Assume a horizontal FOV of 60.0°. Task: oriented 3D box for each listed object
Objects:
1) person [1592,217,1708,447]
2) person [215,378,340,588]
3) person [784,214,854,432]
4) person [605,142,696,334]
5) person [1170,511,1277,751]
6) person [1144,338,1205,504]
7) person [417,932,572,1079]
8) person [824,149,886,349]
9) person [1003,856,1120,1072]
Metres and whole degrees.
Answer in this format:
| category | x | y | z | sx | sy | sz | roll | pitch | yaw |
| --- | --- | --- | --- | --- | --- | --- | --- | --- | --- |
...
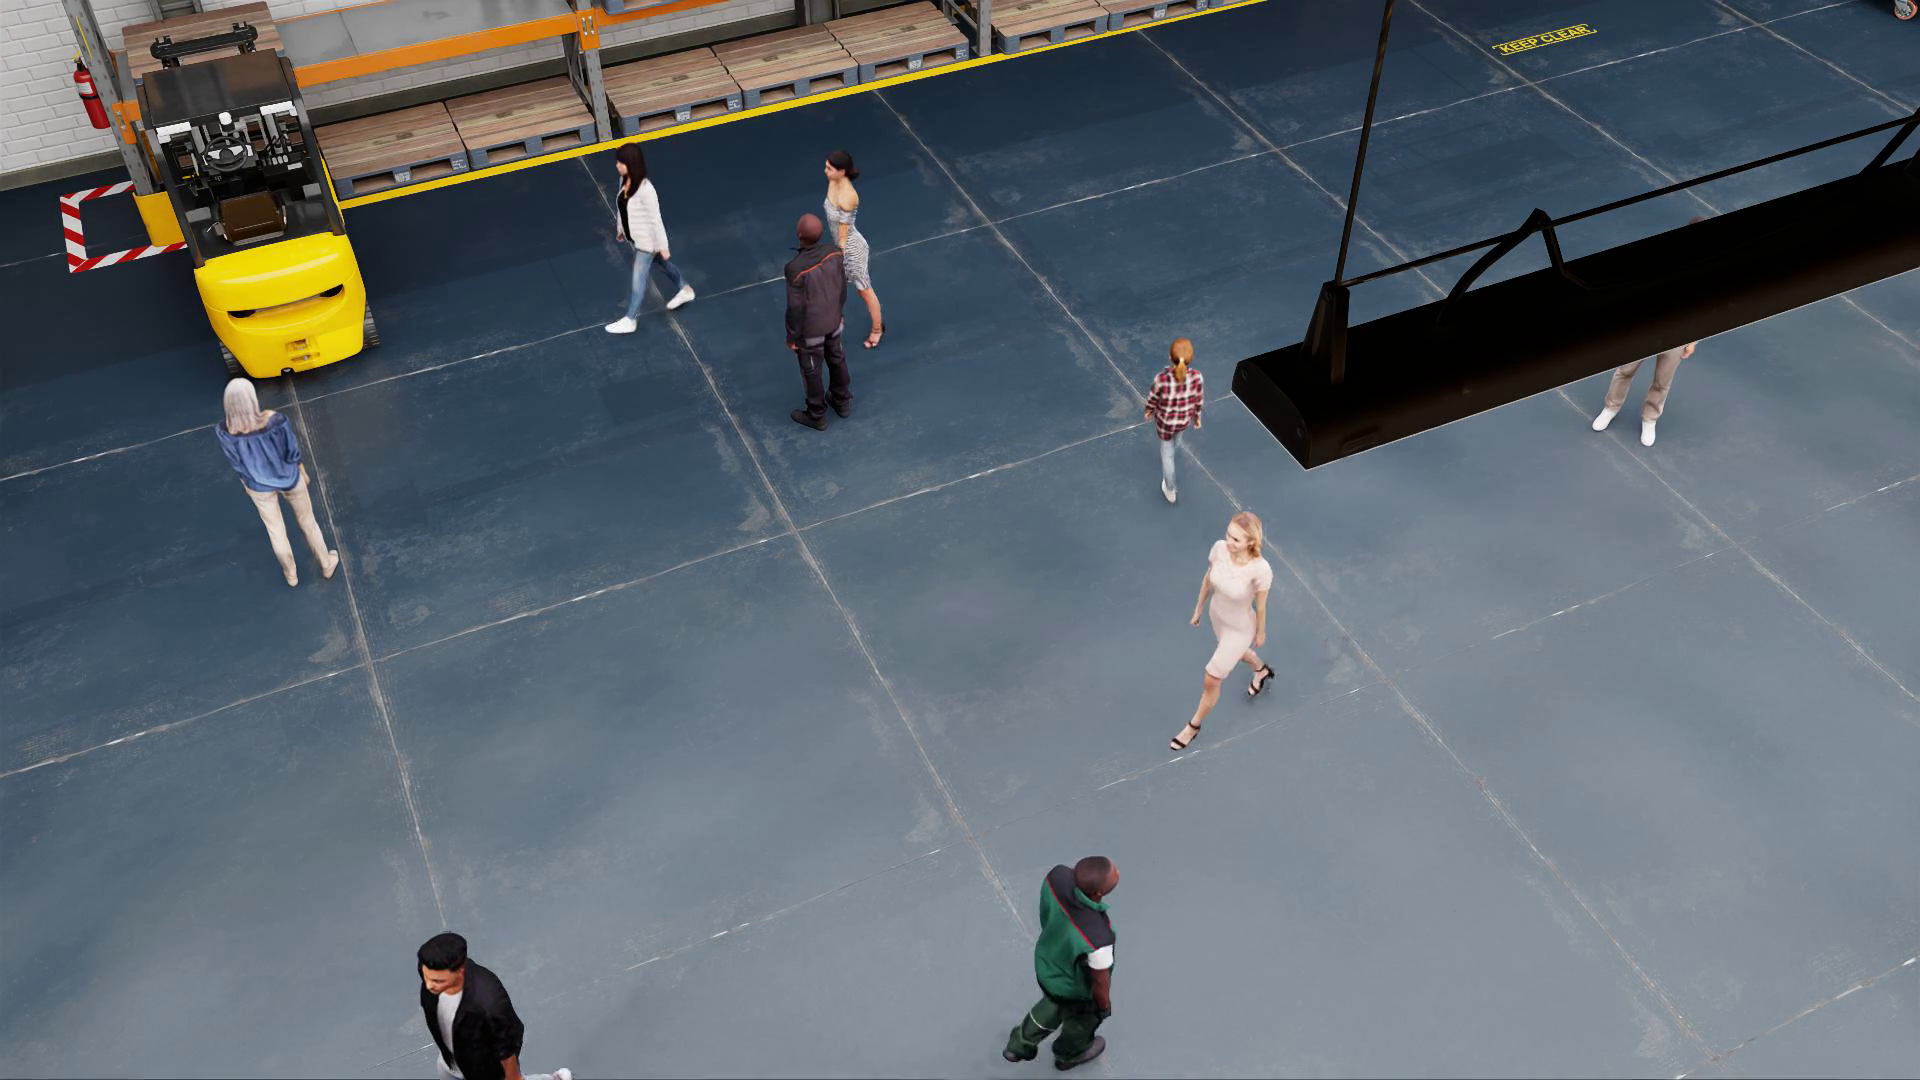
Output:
| category | x | y | z | sx | sy | sz | roll | pitch | yaw |
| --- | --- | --- | --- | --- | --- | --- | --- | --- | --- |
| person | 5.127 | -1.555 | 12.116 | 0.764 | 1.861 | 0.796 | 19 | 47 | 19 |
| person | -4.530 | -0.380 | 11.000 | 0.532 | 1.697 | 0.691 | -13 | 45 | -13 |
| person | -1.038 | -1.602 | 12.191 | 0.652 | 1.826 | 0.825 | -32 | 52 | -29 |
| person | -2.433 | -2.439 | 13.236 | 1.115 | 1.595 | 0.759 | -25 | 49 | -24 |
| person | 1.710 | 0.478 | 10.035 | 1.176 | 1.787 | 0.773 | -27 | 50 | -26 |
| person | 1.525 | -0.824 | 11.775 | 0.874 | 1.273 | 0.766 | -5 | 44 | -6 |
| person | -2.256 | 2.394 | 8.022 | 1.002 | 1.790 | 1.133 | 24 | 48 | 23 |
| person | -0.758 | -2.218 | 12.857 | 0.866 | 1.798 | 0.633 | -17 | 46 | -17 |
| person | 0.489 | 2.163 | 8.239 | 0.806 | 1.824 | 0.711 | -20 | 47 | -20 |
